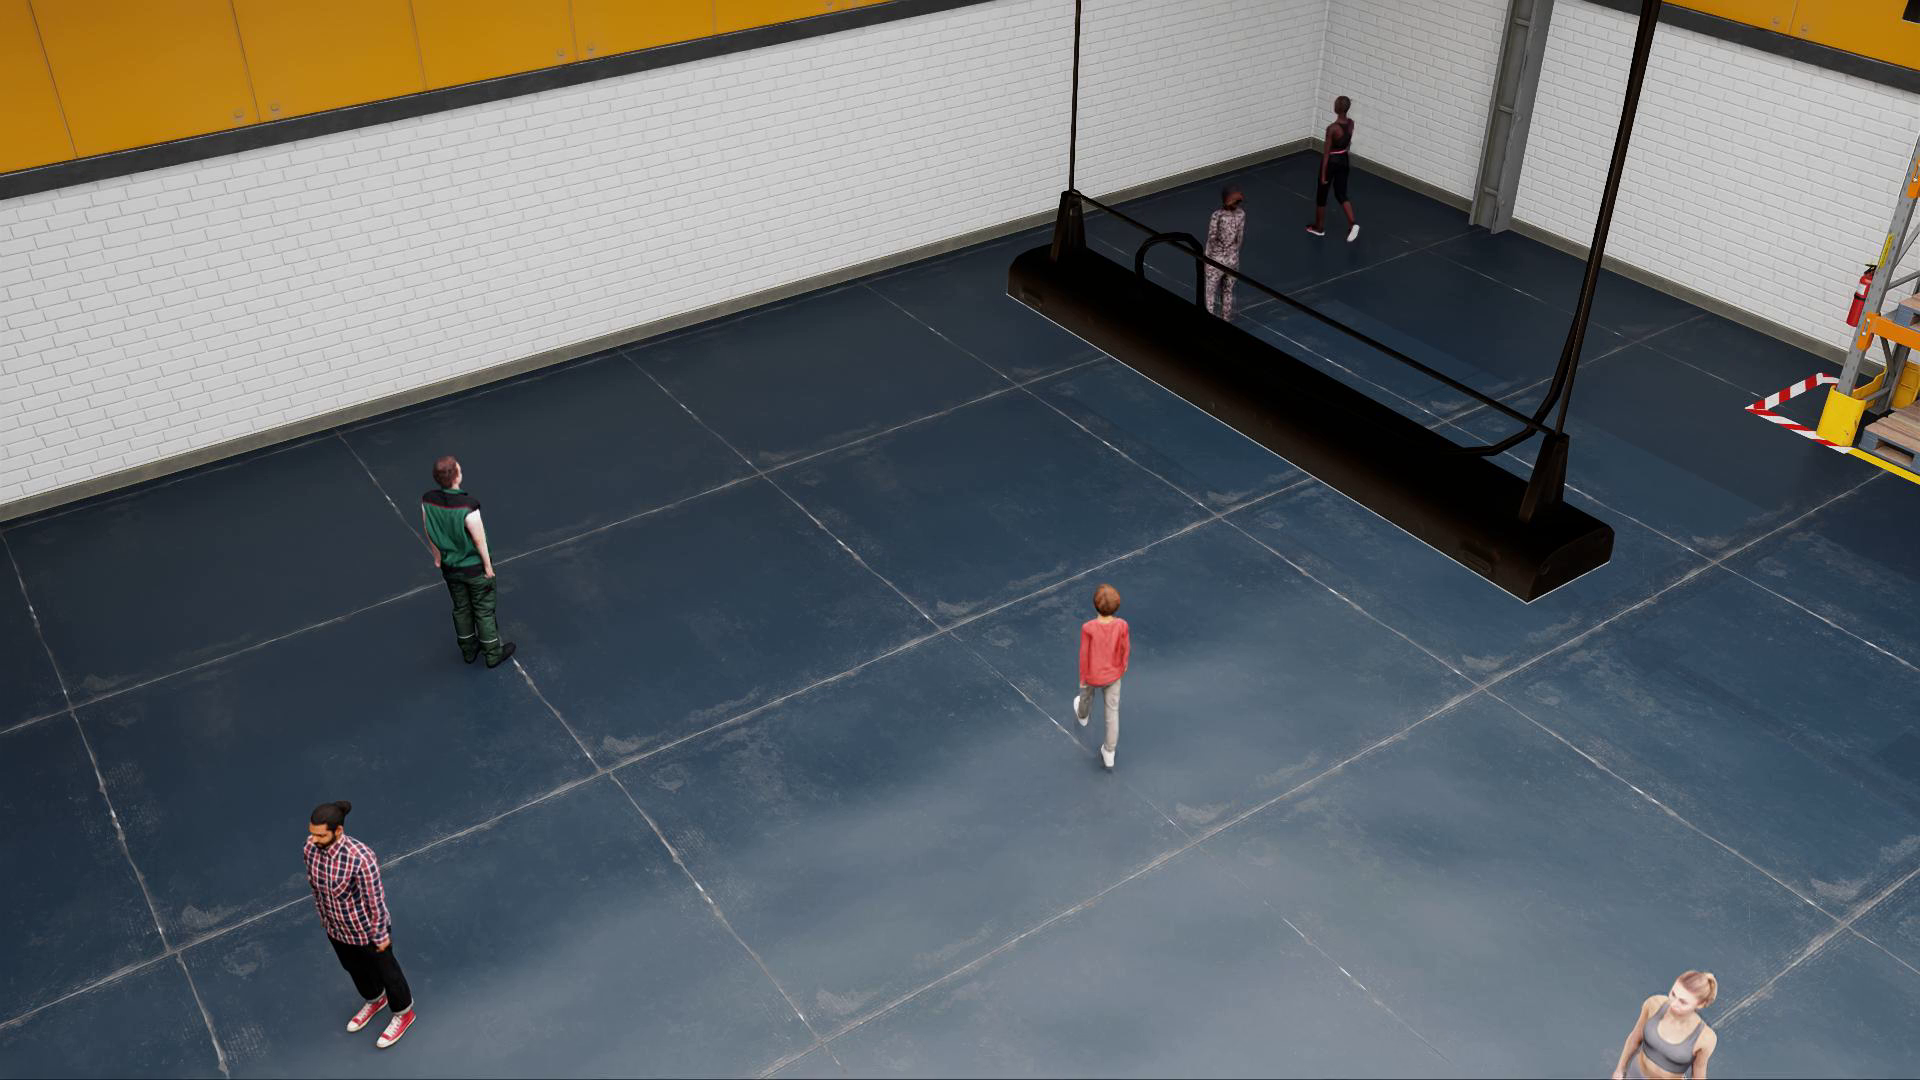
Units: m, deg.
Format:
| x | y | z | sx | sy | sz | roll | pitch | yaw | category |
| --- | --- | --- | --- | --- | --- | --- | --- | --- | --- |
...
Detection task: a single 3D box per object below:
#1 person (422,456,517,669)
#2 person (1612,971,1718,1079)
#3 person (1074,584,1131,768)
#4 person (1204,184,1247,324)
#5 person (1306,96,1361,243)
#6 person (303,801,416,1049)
| x | y | z | sx | sy | sz | roll | pitch | yaw | category |
| --- | --- | --- | --- | --- | --- | --- | --- | --- | --- |
| -3.776 | 0.159 | 12.691 | 0.712 | 1.841 | 0.798 | 10 | 35 | 14 | person |
| 3.660 | 2.874 | 8.732 | 0.642 | 1.702 | 0.474 | -25 | 41 | -33 | person |
| 1.032 | 0.993 | 11.853 | 0.819 | 1.379 | 1.013 | -4 | 34 | -6 | person |
| 2.762 | -2.916 | 17.433 | 0.655 | 1.713 | 0.667 | -14 | 36 | -20 | person |
| 4.473 | -4.339 | 19.546 | 0.670 | 1.744 | 1.048 | -17 | 37 | -24 | person |
| -3.506 | 2.207 | 9.683 | 0.735 | 1.759 | 0.836 | 12 | 35 | 18 | person |
